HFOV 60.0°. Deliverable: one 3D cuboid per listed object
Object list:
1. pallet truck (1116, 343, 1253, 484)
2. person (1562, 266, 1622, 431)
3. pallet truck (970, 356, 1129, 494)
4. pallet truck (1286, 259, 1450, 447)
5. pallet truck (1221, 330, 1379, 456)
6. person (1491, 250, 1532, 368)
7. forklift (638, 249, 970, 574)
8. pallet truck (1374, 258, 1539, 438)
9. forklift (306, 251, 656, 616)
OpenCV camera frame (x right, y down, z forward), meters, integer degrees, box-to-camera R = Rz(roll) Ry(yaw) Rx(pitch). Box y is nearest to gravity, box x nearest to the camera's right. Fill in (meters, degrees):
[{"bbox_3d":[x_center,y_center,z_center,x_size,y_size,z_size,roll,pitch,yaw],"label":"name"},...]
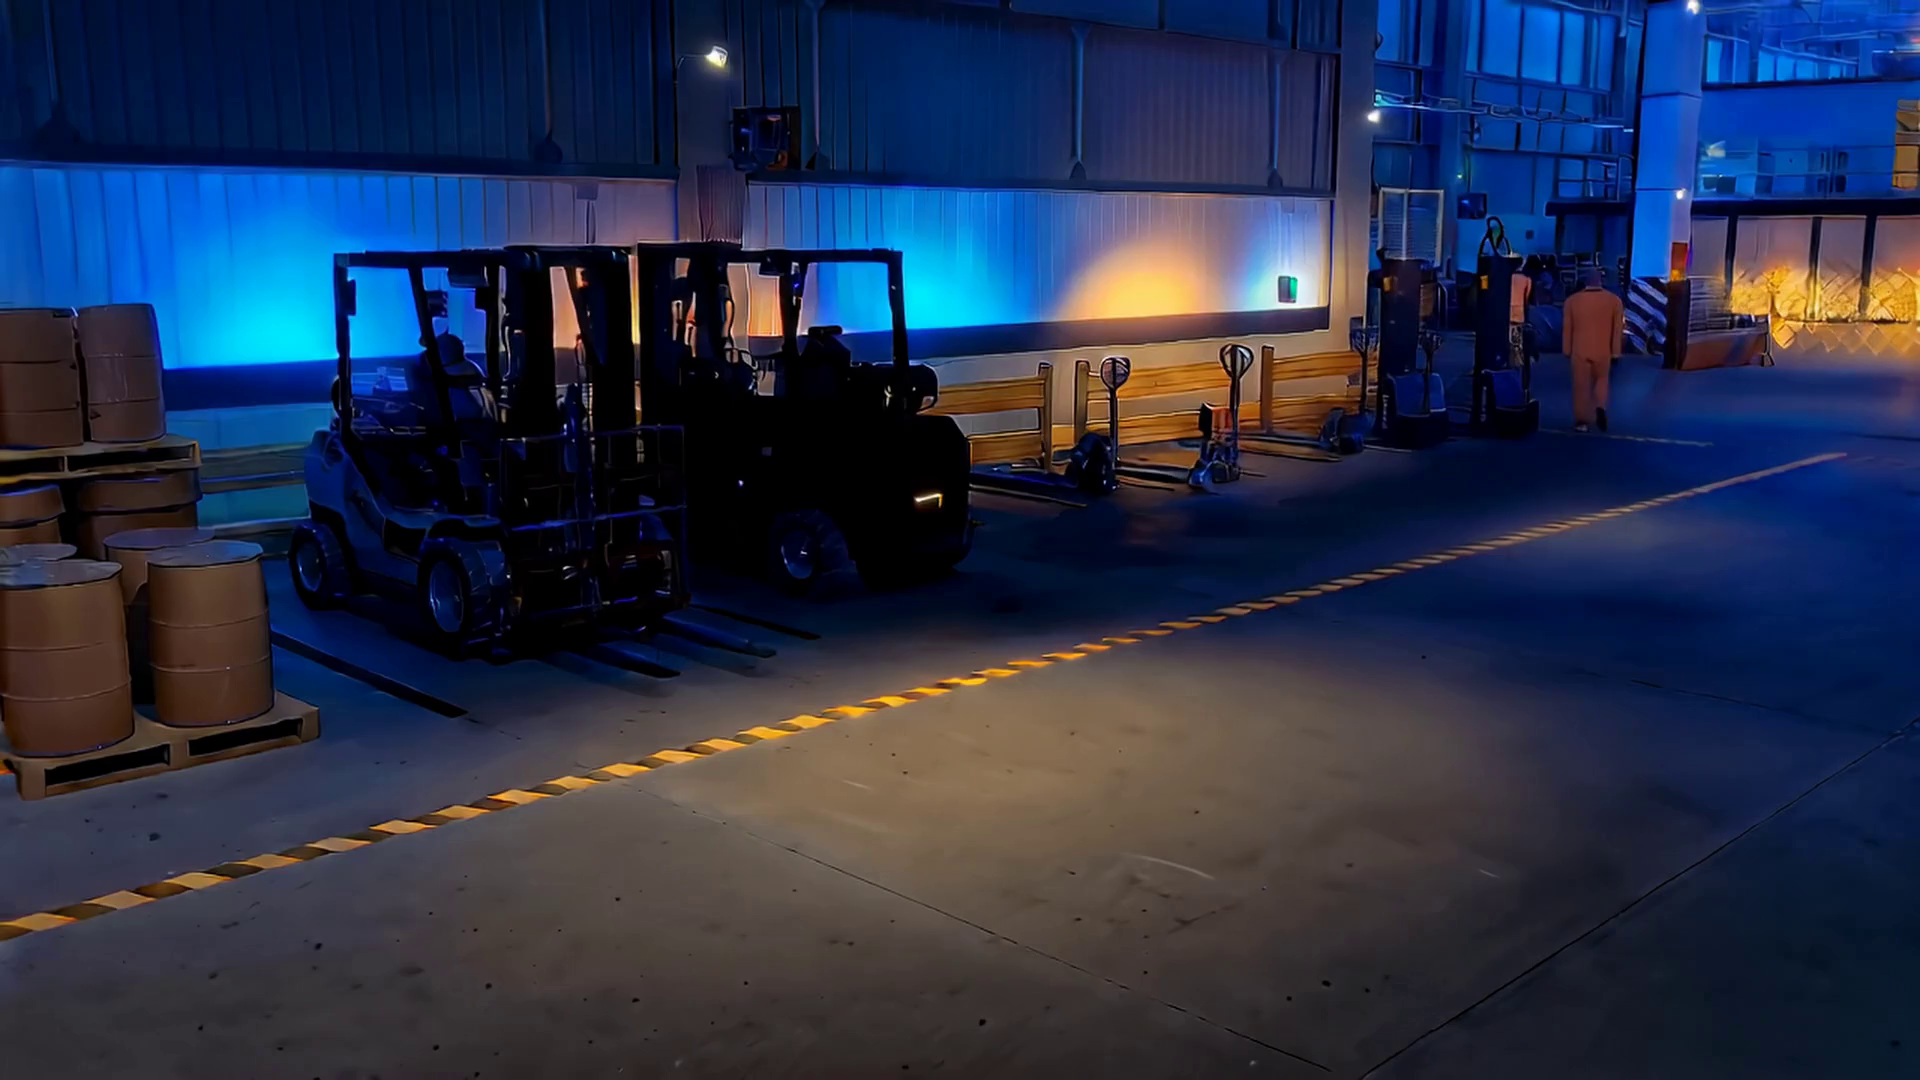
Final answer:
[{"bbox_3d":[1.962,-1.215,15.415,1.522,1.261,0.704,10,14,43],"label":"pallet truck"},{"bbox_3d":[7.254,-2.194,19.139,0.645,1.886,0.424,3,11,17],"label":"person"},{"bbox_3d":[0.784,-1.085,14.876,0.680,1.201,1.601,-10,14,-44],"label":"pallet truck"},{"bbox_3d":[4.493,-2.078,18.196,0.823,1.965,1.885,-9,14,-40],"label":"pallet truck"},{"bbox_3d":[3.563,-1.581,17.381,0.653,1.274,1.630,-10,14,-44],"label":"pallet truck"},{"bbox_3d":[7.902,-3.147,23.949,0.601,2.036,0.417,-3,11,-18],"label":"person"},{"bbox_3d":[-1.173,-0.958,11.239,2.680,1.987,1.157,10,14,43],"label":"forklift"},{"bbox_3d":[5.704,-2.208,18.901,1.885,1.965,0.823,10,14,43],"label":"pallet truck"},{"bbox_3d":[-2.833,-0.669,9.694,1.157,1.987,2.680,-10,14,-44],"label":"forklift"}]
